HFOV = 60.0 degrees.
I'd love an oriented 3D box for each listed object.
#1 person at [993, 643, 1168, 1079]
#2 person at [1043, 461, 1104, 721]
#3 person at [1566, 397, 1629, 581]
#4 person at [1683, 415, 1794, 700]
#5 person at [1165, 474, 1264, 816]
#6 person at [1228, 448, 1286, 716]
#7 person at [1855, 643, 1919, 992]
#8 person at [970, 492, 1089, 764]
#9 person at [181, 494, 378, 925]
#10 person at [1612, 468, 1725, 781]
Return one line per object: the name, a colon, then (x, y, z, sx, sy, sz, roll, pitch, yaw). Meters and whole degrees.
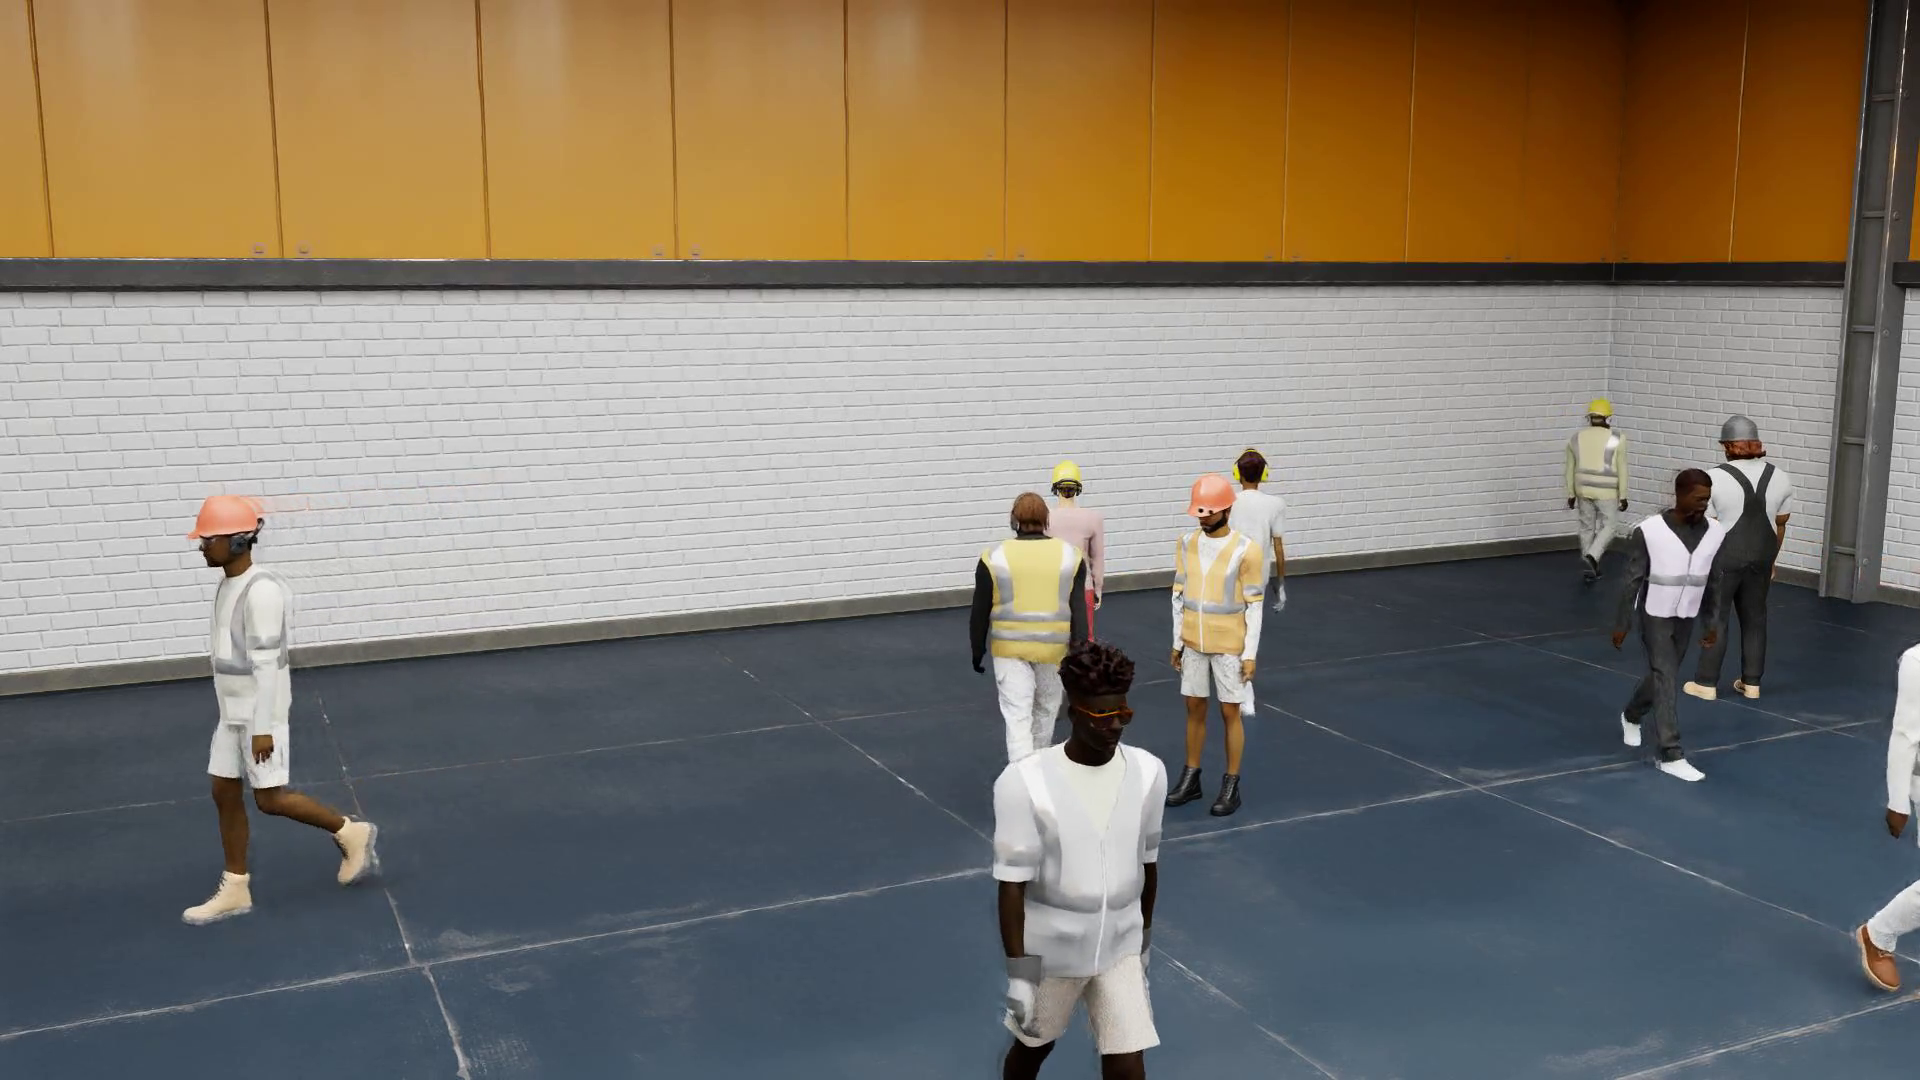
person: (0.369, 1.249, 5.211, 0.609, 1.920, 1.003, -3, 10, -18)
person: (0.715, 0.344, 11.286, 0.531, 1.767, 0.328, -2, 9, -13)
person: (6.186, -0.474, 16.193, 0.611, 1.820, 0.515, 9, 13, 43)
person: (5.480, 0.118, 11.838, 0.683, 2.000, 0.538, -1, 9, -6)
person: (1.412, 0.582, 9.313, 0.546, 1.926, 0.388, 7, 12, 39)
person: (1.980, 0.274, 11.571, 0.540, 1.826, 0.962, 0, 9, 0)
person: (4.023, 1.025, 6.753, 0.577, 1.871, 0.461, -2, 9, -14)
person: (0.380, 0.616, 9.510, 0.653, 1.788, 0.972, -1, 9, -7)
person: (-3.254, 0.771, 7.842, 0.819, 2.025, 0.612, -9, 13, -43)
person: (4.335, 0.463, 10.270, 0.645, 1.869, 0.975, -2, 9, -12)
